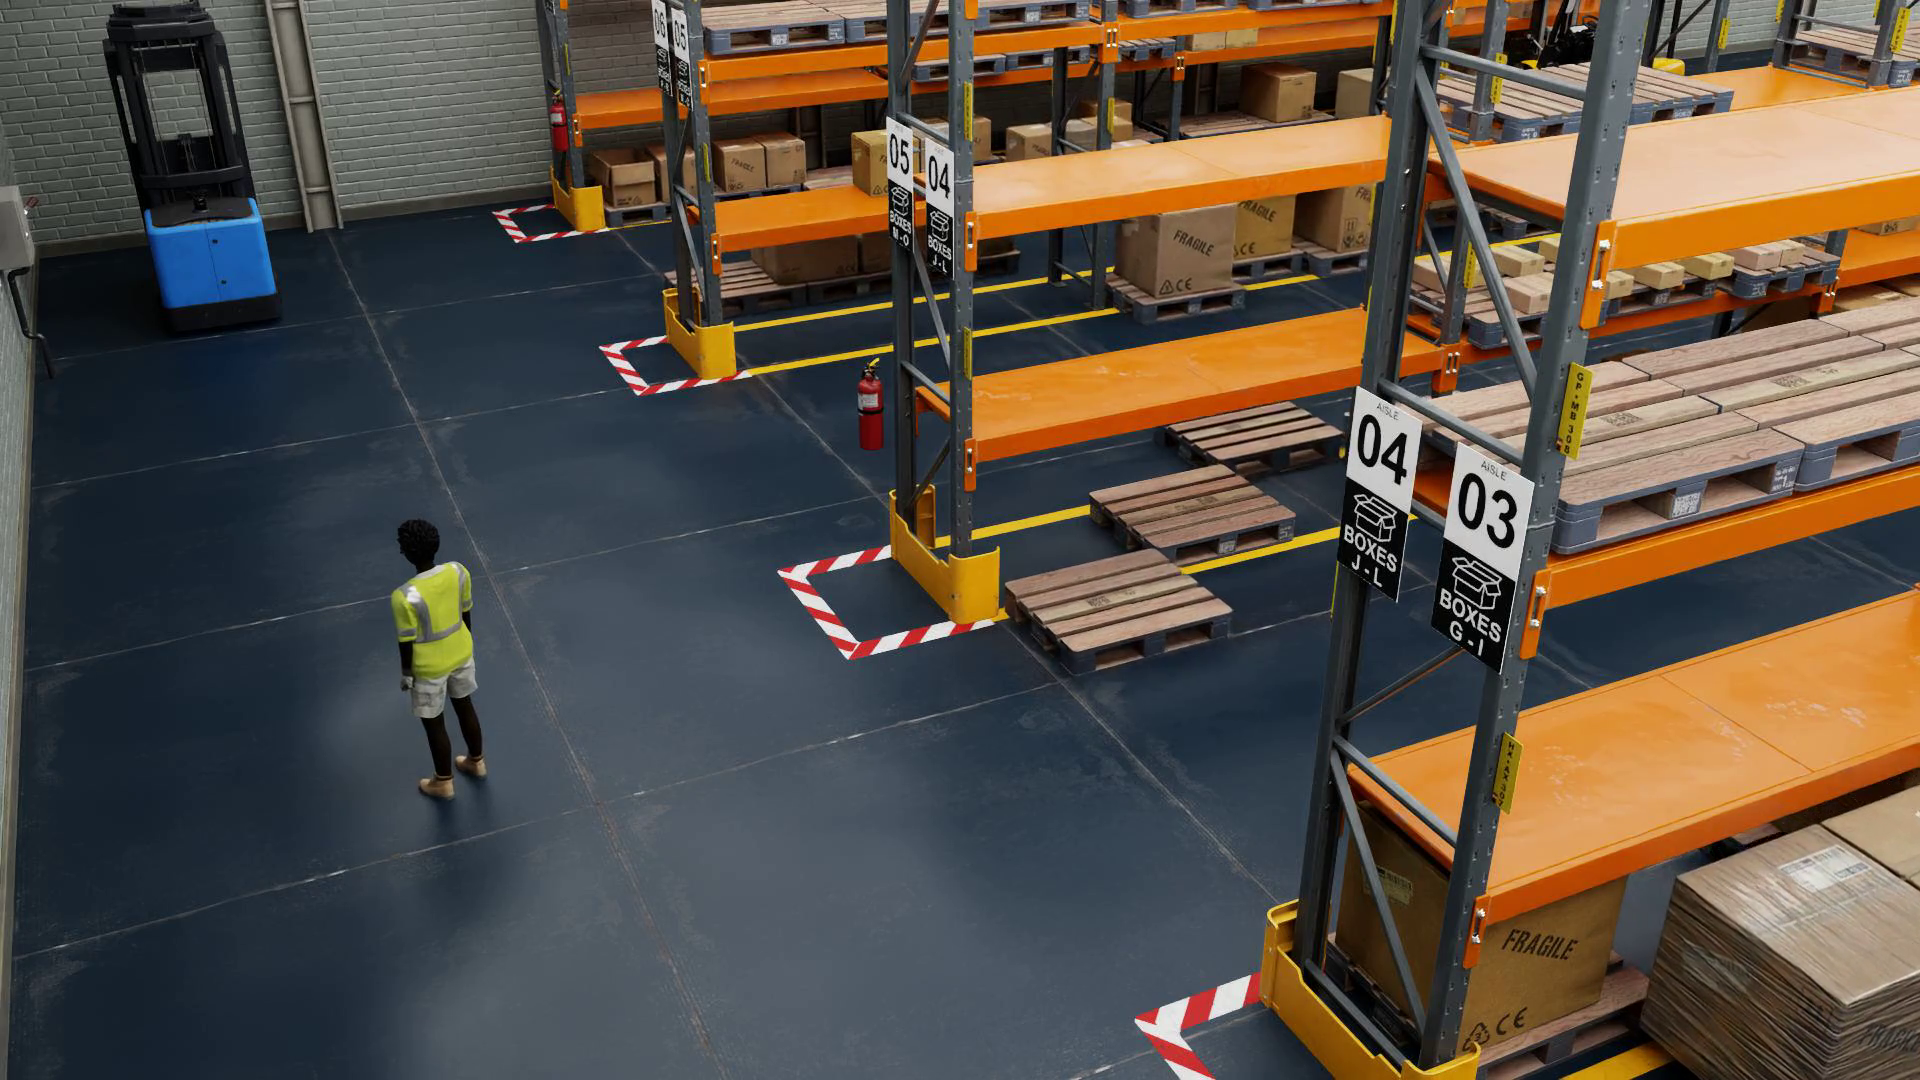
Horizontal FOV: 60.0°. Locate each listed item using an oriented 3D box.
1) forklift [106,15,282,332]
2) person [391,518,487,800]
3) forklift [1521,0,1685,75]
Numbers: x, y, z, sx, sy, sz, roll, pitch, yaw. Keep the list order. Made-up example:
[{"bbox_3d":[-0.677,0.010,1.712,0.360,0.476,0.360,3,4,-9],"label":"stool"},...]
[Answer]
[{"bbox_3d":[-7.548,-3.672,16.323,1.129,2.768,1.873,-12,30,-22],"label":"forklift"},{"bbox_3d":[-2.906,0.662,9.294,0.319,1.687,0.538,14,31,25],"label":"person"},{"bbox_3d":[8.950,-6.807,23.056,1.214,2.155,2.313,-12,30,-22],"label":"forklift"}]
